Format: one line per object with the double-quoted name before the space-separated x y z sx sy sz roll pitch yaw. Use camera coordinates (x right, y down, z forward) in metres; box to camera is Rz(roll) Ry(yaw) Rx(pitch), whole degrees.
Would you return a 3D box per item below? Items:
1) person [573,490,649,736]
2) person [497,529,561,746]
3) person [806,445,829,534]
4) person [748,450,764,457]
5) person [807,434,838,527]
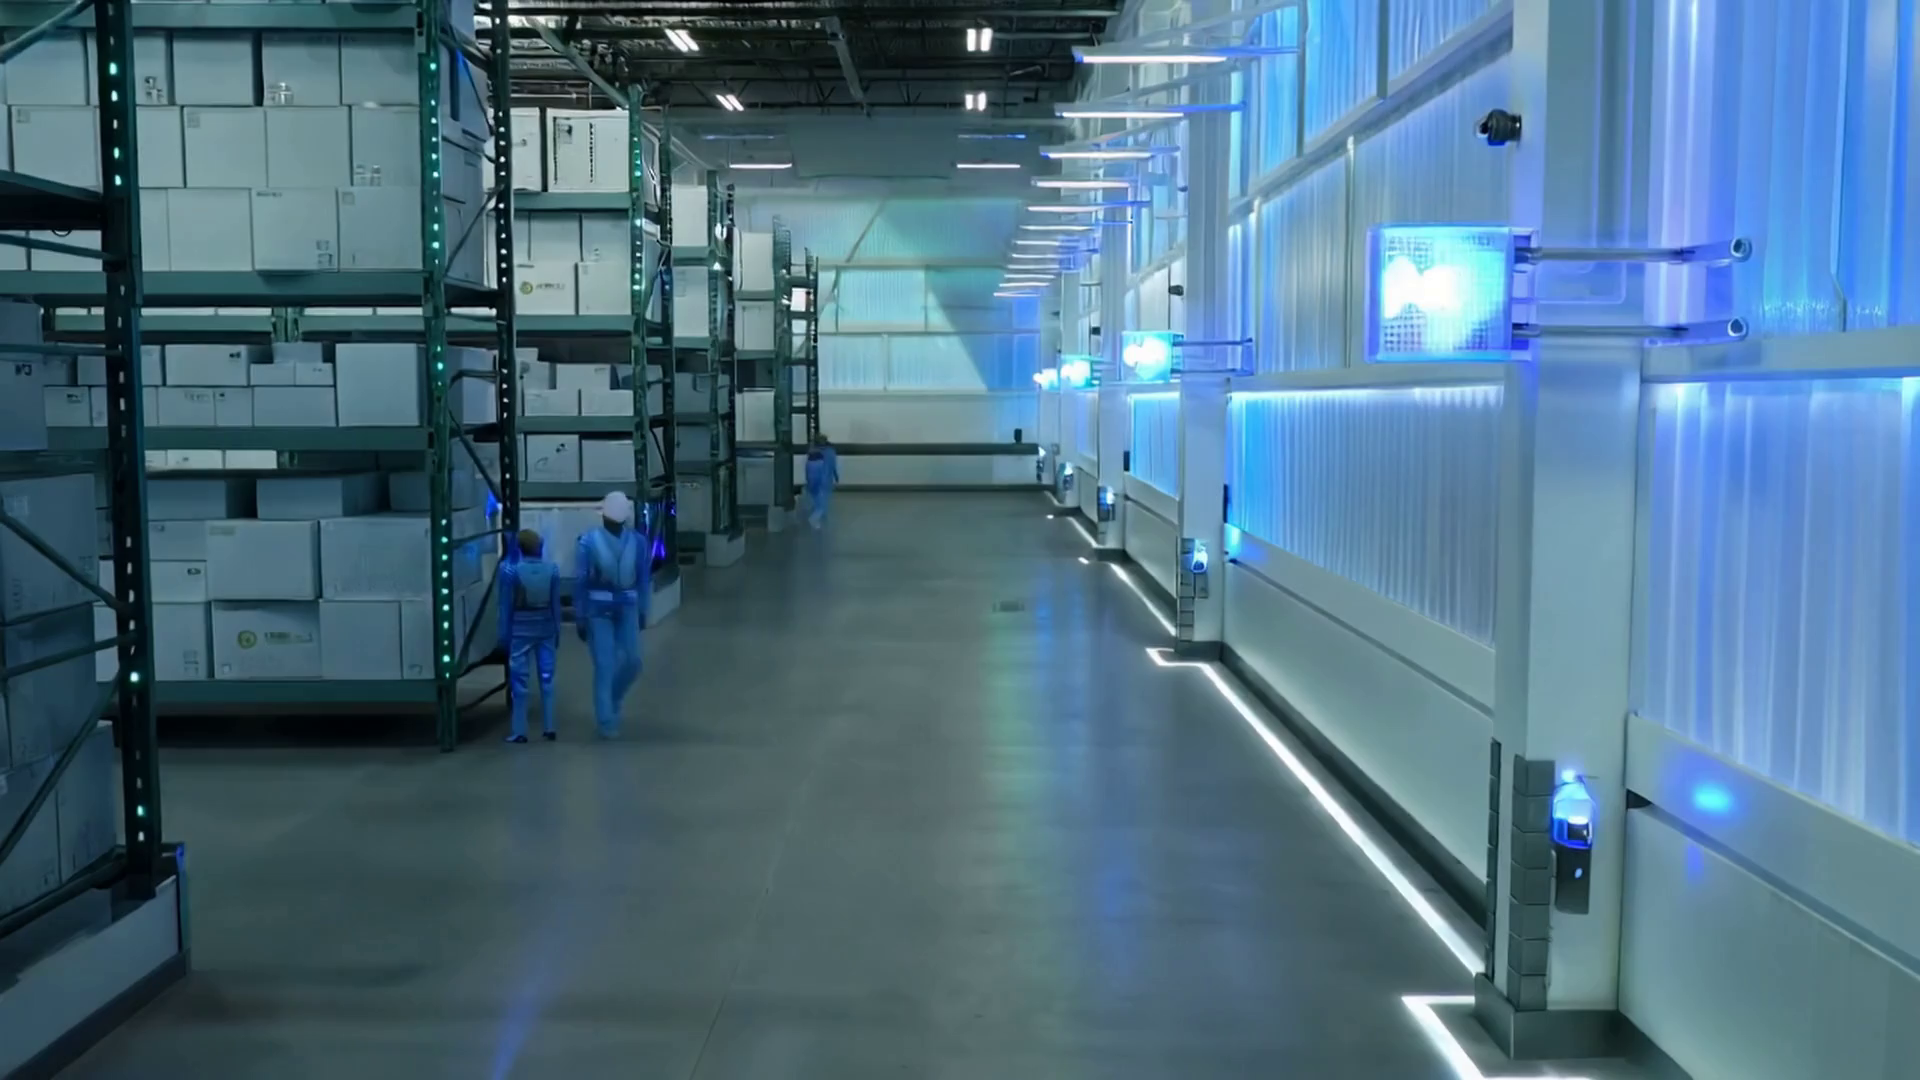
"person" -2.720 0.558 12.954 0.626 1.913 0.531 -3 6 -31
"person" -3.237 0.736 12.547 0.517 1.632 0.315 -4 7 -42
"person" -2.729 -0.959 31.728 0.499 1.723 0.366 4 7 41
"person" -5.227 -1.916 43.008 0.903 1.698 0.593 4 6 38
"person" -2.786 -1.208 33.753 0.623 1.876 1.077 0 5 -4
